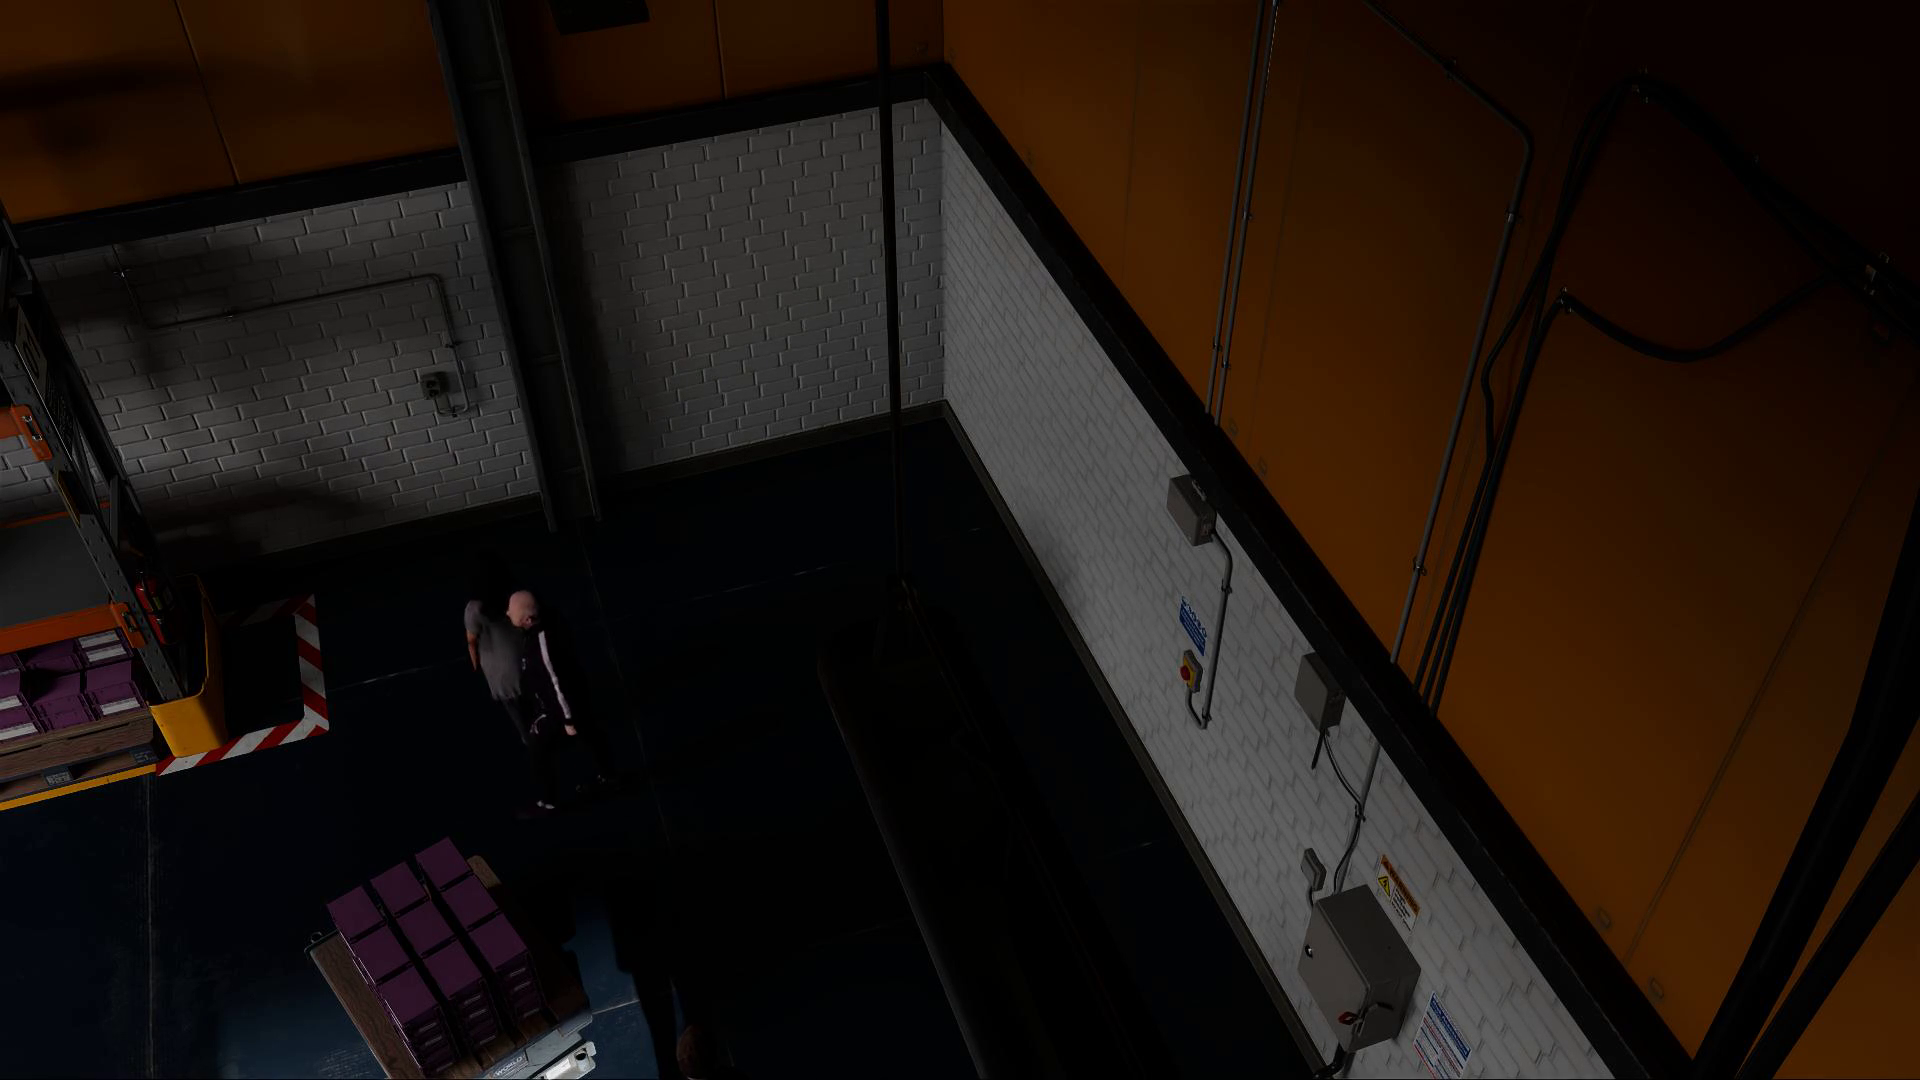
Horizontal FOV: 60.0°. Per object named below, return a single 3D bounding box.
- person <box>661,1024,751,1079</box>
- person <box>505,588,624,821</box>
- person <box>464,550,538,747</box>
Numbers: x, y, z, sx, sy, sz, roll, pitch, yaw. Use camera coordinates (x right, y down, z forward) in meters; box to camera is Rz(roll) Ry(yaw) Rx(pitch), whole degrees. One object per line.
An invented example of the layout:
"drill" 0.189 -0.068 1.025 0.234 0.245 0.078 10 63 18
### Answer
"person" -1.155 2.831 7.860 0.649 1.815 0.817 -1 44 -1
"person" -2.266 0.938 9.848 0.942 1.813 0.767 -5 44 -5
"person" -2.714 0.742 10.214 0.807 1.594 0.808 -25 49 -24
